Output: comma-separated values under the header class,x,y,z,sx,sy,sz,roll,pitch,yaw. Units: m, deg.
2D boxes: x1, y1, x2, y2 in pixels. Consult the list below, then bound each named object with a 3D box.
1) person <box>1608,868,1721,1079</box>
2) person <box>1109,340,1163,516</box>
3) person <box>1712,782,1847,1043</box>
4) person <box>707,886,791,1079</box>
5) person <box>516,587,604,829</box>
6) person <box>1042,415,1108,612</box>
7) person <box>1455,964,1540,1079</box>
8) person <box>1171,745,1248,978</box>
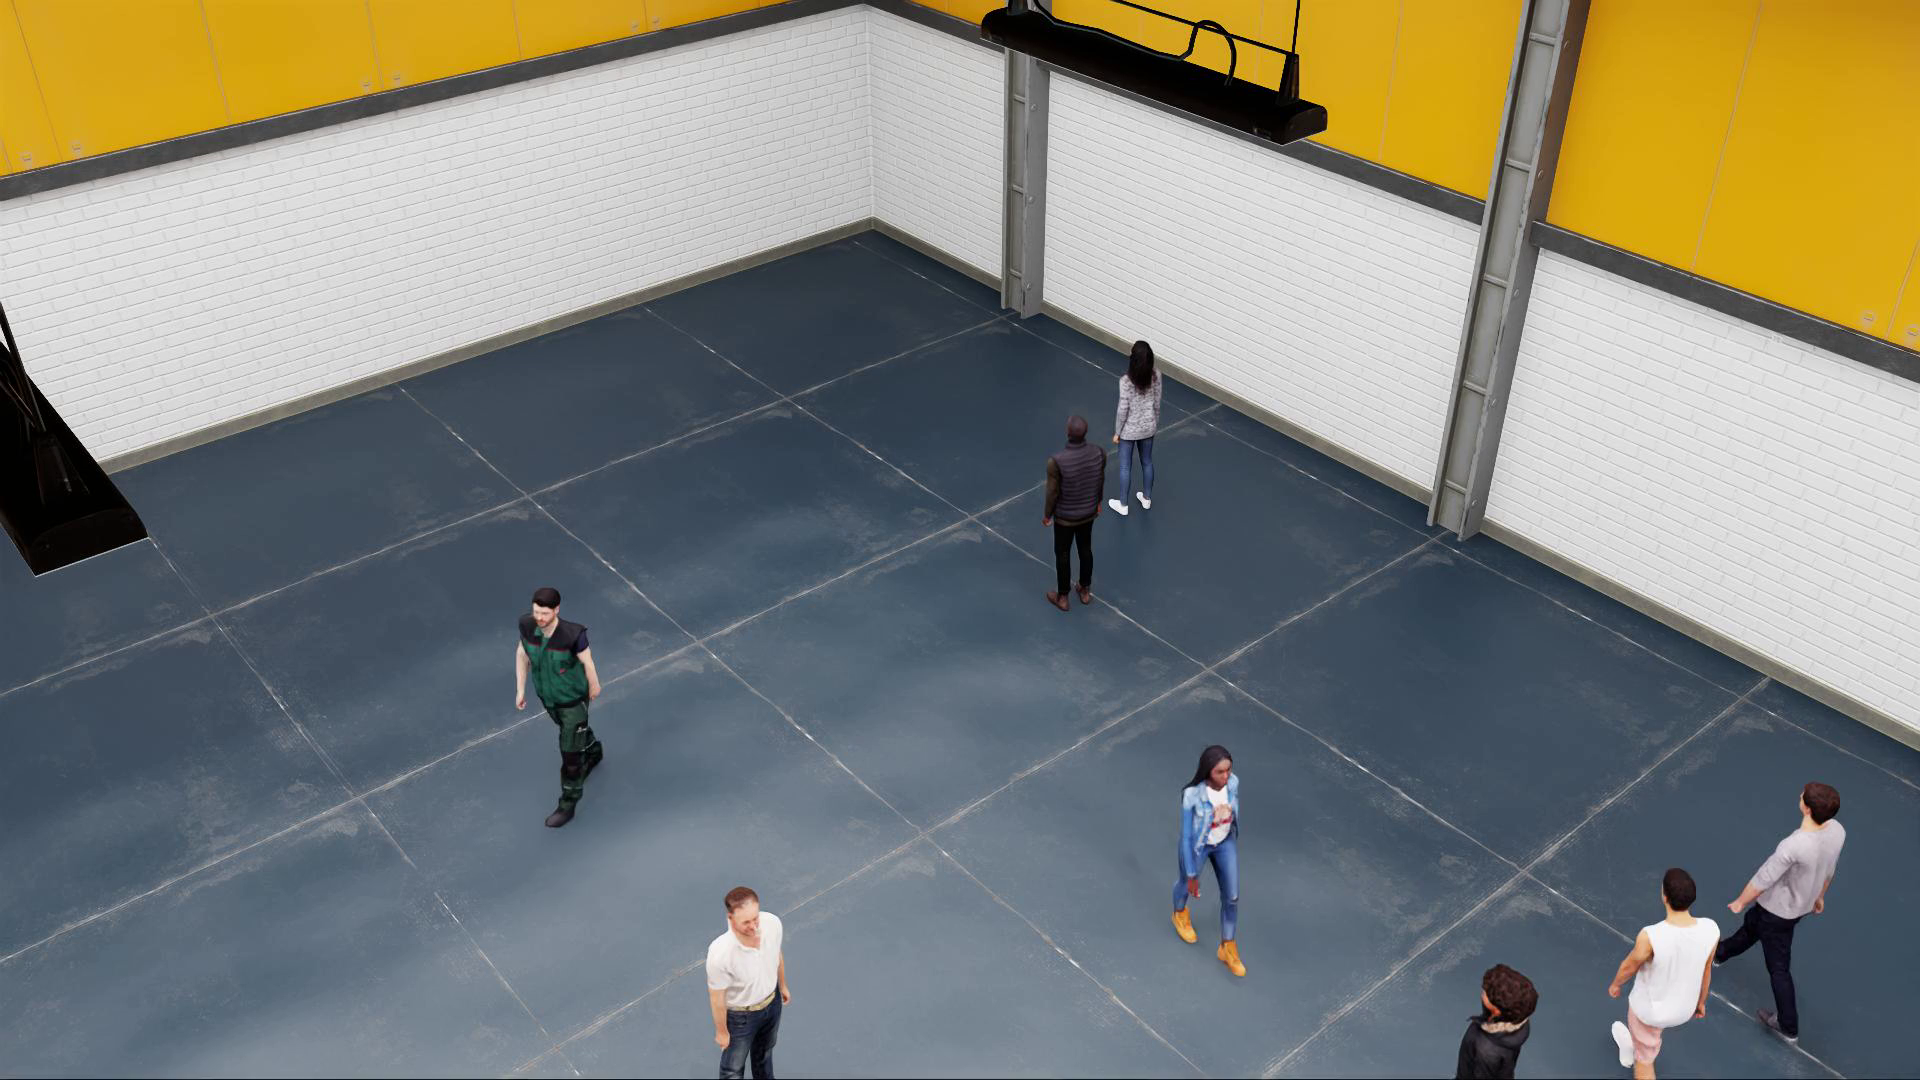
class,x,y,z,sx,sy,sz,roll,pitch,yaw
person,4.053,2.713,9.541,0.959,1.746,1.080,-3,34,-4
person,1.616,-1.033,15.190,0.660,1.733,0.608,-15,36,-21
person,5.095,2.287,10.141,0.848,1.792,1.219,-16,37,-23
person,-1.214,2.651,9.539,0.663,1.853,0.548,-26,42,-34
person,-2.799,1.045,11.954,1.196,1.853,1.081,13,36,19
person,0.955,-0.237,13.898,0.754,1.836,0.681,-14,36,-19
person,2.874,2.996,9.085,0.667,1.781,0.675,22,39,29
person,1.521,1.959,10.727,0.768,1.690,1.001,-13,36,-19
